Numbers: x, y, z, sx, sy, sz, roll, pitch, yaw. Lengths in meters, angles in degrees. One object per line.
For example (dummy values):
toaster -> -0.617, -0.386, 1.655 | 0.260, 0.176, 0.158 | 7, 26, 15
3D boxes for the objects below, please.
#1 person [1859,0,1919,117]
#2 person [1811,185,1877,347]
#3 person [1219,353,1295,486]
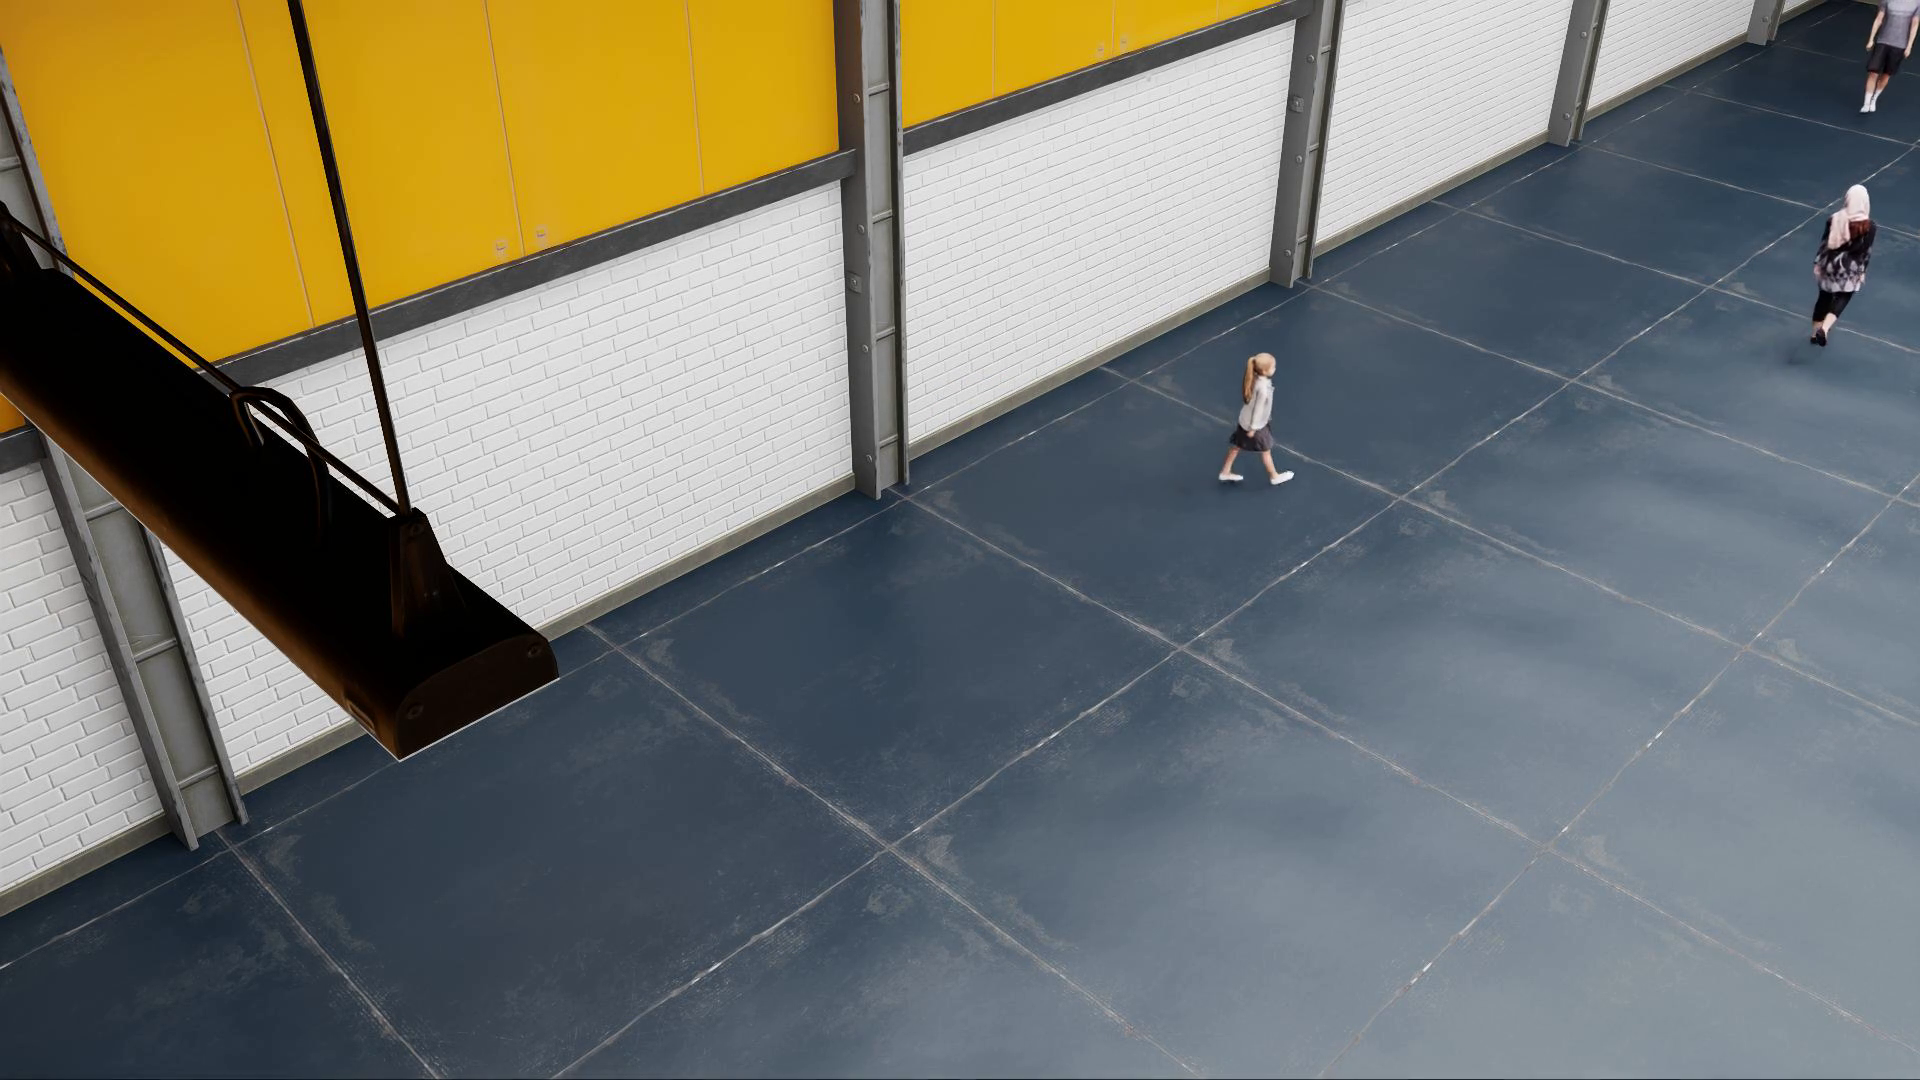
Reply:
person -> 12.271, -6.552, 21.913 | 0.913, 1.843, 1.165 | 15, 36, 21
person -> 8.551, -2.619, 16.203 | 0.676, 1.612, 0.813 | 28, 43, 35
person -> 2.430, -1.009, 14.113 | 0.909, 1.244, 0.806 | -4, 34, -6
